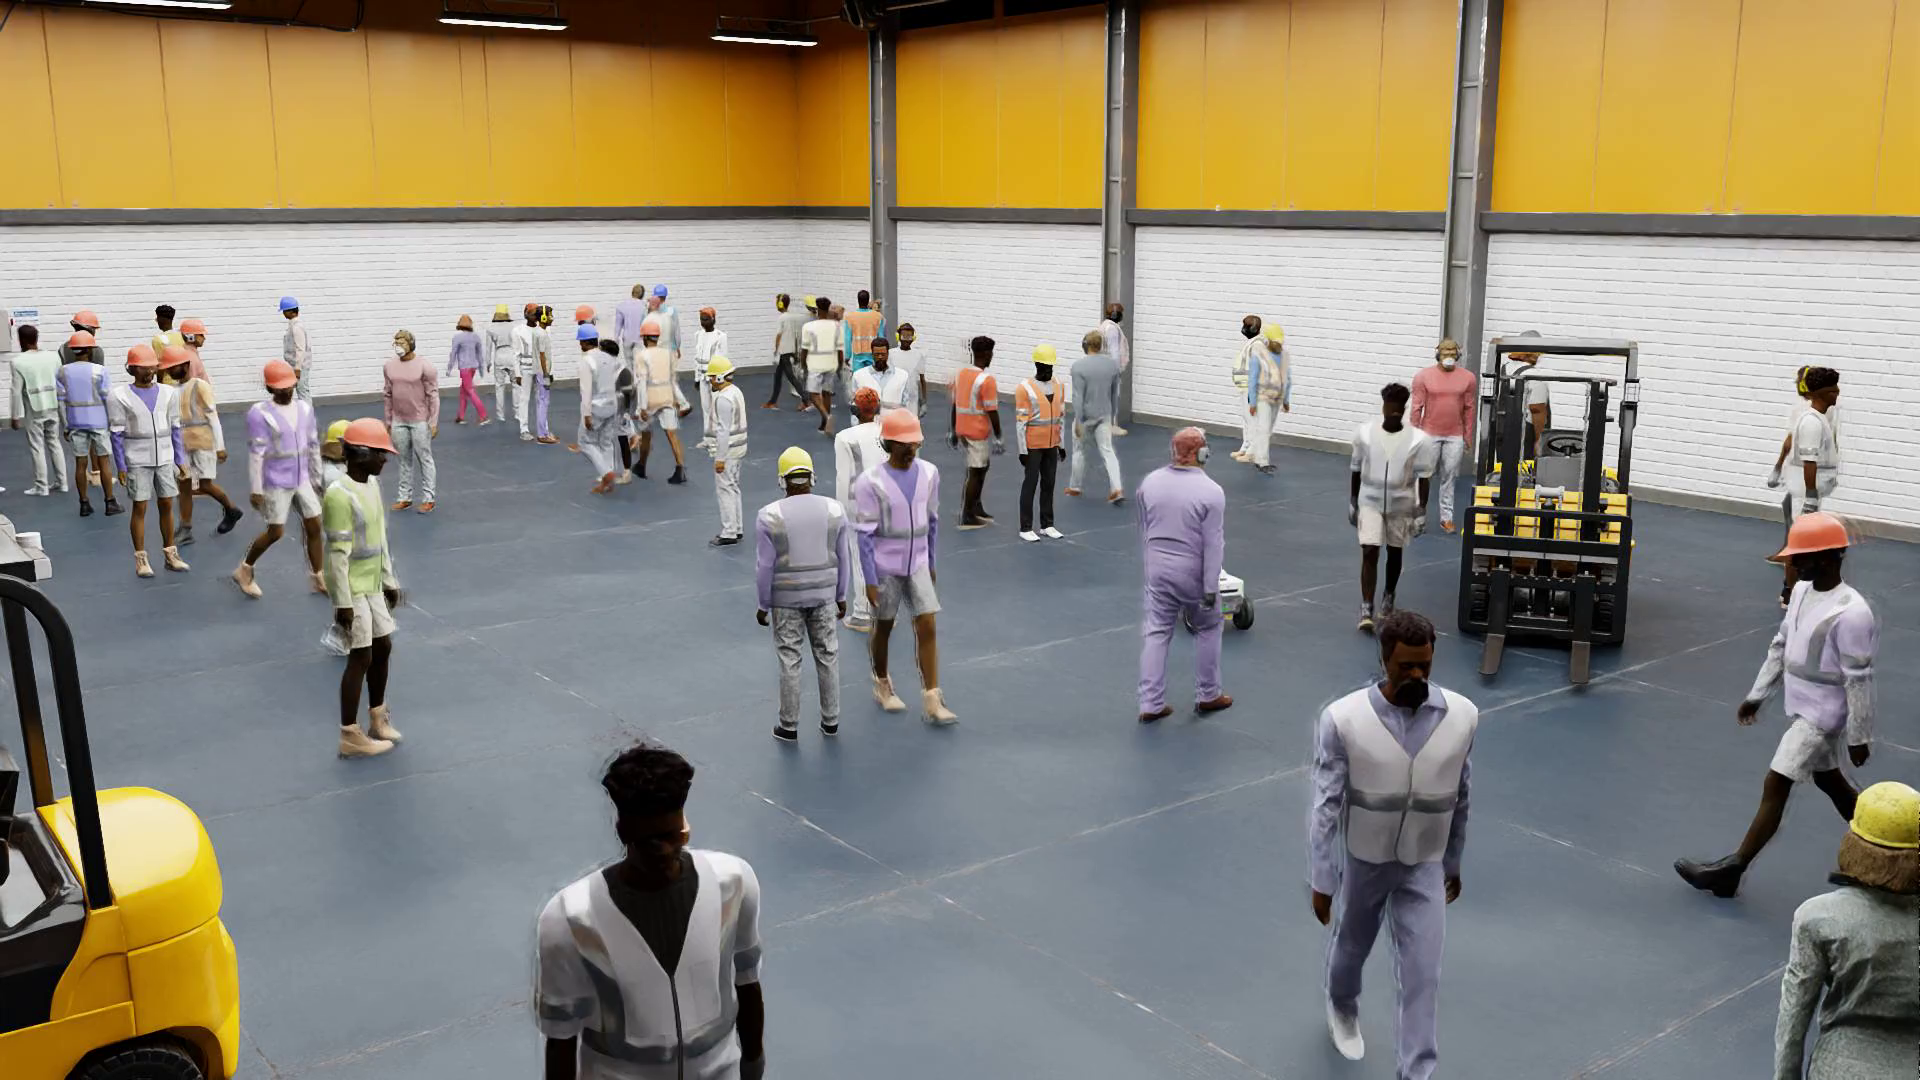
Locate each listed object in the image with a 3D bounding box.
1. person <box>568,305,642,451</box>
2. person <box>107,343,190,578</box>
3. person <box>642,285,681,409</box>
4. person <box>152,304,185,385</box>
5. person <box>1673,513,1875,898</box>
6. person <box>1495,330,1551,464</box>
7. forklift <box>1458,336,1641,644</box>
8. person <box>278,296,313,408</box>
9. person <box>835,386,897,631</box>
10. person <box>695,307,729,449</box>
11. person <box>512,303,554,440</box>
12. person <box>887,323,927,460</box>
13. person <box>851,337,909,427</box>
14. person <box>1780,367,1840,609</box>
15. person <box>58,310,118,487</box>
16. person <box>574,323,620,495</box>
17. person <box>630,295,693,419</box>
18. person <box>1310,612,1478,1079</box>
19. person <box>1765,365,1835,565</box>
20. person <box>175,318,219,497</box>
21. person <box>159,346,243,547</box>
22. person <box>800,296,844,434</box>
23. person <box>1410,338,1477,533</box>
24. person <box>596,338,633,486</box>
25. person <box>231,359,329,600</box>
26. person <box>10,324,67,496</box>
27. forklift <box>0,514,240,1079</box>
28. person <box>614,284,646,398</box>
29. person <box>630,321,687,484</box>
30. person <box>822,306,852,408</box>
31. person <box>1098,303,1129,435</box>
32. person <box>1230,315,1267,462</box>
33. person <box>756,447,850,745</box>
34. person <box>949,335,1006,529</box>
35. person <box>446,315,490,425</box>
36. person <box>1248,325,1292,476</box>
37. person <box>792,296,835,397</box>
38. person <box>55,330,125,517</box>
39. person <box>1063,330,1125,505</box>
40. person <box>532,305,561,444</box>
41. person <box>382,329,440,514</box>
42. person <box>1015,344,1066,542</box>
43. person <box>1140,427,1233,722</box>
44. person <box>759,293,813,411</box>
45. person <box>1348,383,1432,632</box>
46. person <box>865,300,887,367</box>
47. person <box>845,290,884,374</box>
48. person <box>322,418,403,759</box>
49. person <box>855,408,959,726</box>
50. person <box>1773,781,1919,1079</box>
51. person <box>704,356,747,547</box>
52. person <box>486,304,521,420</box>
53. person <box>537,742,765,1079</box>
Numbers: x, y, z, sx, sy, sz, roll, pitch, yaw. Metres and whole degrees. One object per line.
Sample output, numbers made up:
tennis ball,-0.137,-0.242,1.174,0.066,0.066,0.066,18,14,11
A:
person,-4.634,-2.075,21.520,0.972,1.941,0.651,4,13,21
person,-7.106,-0.701,14.608,0.366,2.047,0.608,10,15,40
person,-4.647,-3.003,25.961,0.602,1.948,0.387,1,12,3
person,-9.973,-1.997,21.059,0.367,1.966,0.606,3,12,12
person,4.029,0.792,7.874,1.073,1.875,0.554,1,12,6
person,5.494,-1.035,16.234,0.536,2.000,0.684,-5,13,-23
forklift,4.683,-0.471,13.136,1.214,2.155,2.313,4,12,20
person,-9.220,-2.414,23.144,0.402,1.938,0.602,-5,13,-22
person,-0.703,-0.238,12.771,0.576,1.881,0.352,-7,14,-31
person,-3.273,-2.121,21.872,0.577,1.879,0.365,10,15,39
person,-5.841,-2.305,22.781,0.574,1.876,0.355,-10,15,-41
person,-0.643,-1.625,19.540,0.511,1.860,0.341,-1,12,-7
person,-0.804,-1.094,16.817,0.597,1.916,0.370,-2,12,-10
person,6.853,-0.408,13.395,0.361,1.959,0.613,6,13,25
person,-9.975,-1.614,19.070,0.620,2.028,0.410,4,12,20
person,-4.018,-1.437,18.447,0.486,1.924,0.624,6,13,25
person,-4.497,-2.713,24.805,0.904,1.862,0.672,5,13,22
person,1.563,1.158,6.081,0.611,1.871,1.016,-1,12,-3
person,7.392,-0.621,14.724,0.508,1.842,0.746,-8,14,-34
person,-8.478,-1.468,18.477,0.403,1.987,0.608,-5,13,-25
person,-7.306,-0.900,15.905,0.627,1.907,0.868,6,13,27
person,-1.893,-2.406,23.094,0.625,1.943,0.732,-6,13,-26
person,4.759,-1.026,16.443,0.635,1.936,0.354,0,12,1
person,-4.001,-1.475,19.196,0.537,1.694,0.320,8,14,33
person,-5.580,-0.499,13.720,0.769,2.013,0.699,6,13,26
person,-10.254,-1.441,18.528,0.433,1.911,0.595,5,13,22
forklift,-3.687,1.115,5.480,2.313,2.155,1.214,-9,15,-36
person,-5.361,-3.270,27.405,0.683,1.893,0.861,-1,12,-5
person,-3.533,-1.602,19.390,0.580,1.873,1.058,-10,15,-40
person,-1.838,-2.860,26.082,0.791,1.605,0.520,6,13,25
person,2.150,-2.400,23.318,0.429,1.843,0.627,-2,12,-8
person,3.636,-1.906,20.920,0.429,1.846,0.626,0,12,-1
person,-0.962,0.340,10.124,0.587,1.823,0.403,-5,13,-21
person,0.225,-1.083,16.683,0.626,1.941,0.630,-7,14,-31
person,-7.172,-2.479,24.329,0.705,1.599,0.536,5,13,22
person,3.726,-1.687,19.990,0.604,1.797,0.599,-8,14,-35
person,-2.451,-3.158,27.301,0.972,1.696,0.532,11,16,42
person,-9.071,-1.209,17.331,0.548,1.934,0.374,-2,12,-8
person,1.489,-1.334,18.062,0.646,1.895,1.012,-6,13,-28
person,-5.607,-2.228,22.442,0.326,1.862,0.508,-4,12,-18
person,-5.766,-1.242,17.484,0.628,1.940,0.377,3,12,15
person,0.797,-0.941,16.093,0.581,1.919,0.393,-9,15,-38
person,1.472,0.209,10.630,0.661,1.878,0.821,9,15,38
person,-2.696,-2.911,25.828,0.951,1.832,0.536,4,12,19
person,3.286,-0.254,12.768,0.617,1.906,1.000,4,12,18
person,-1.402,-3.068,27.030,0.522,1.640,0.313,-8,14,-33
person,-1.433,-2.795,25.027,0.591,1.922,0.391,-2,12,-10
person,-3.559,0.279,9.931,0.444,2.019,0.651,1,12,3
person,-0.324,0.184,10.430,0.628,1.999,0.953,-7,14,-31
person,2.542,1.523,4.650,0.496,1.732,0.383,4,12,18
person,-2.233,-0.845,15.862,0.403,1.819,0.602,0,12,2
person,-6.765,-2.648,24.773,0.552,1.729,0.350,-1,12,-7
person,-0.777,1.466,4.358,0.618,1.951,0.426,-6,13,-25
